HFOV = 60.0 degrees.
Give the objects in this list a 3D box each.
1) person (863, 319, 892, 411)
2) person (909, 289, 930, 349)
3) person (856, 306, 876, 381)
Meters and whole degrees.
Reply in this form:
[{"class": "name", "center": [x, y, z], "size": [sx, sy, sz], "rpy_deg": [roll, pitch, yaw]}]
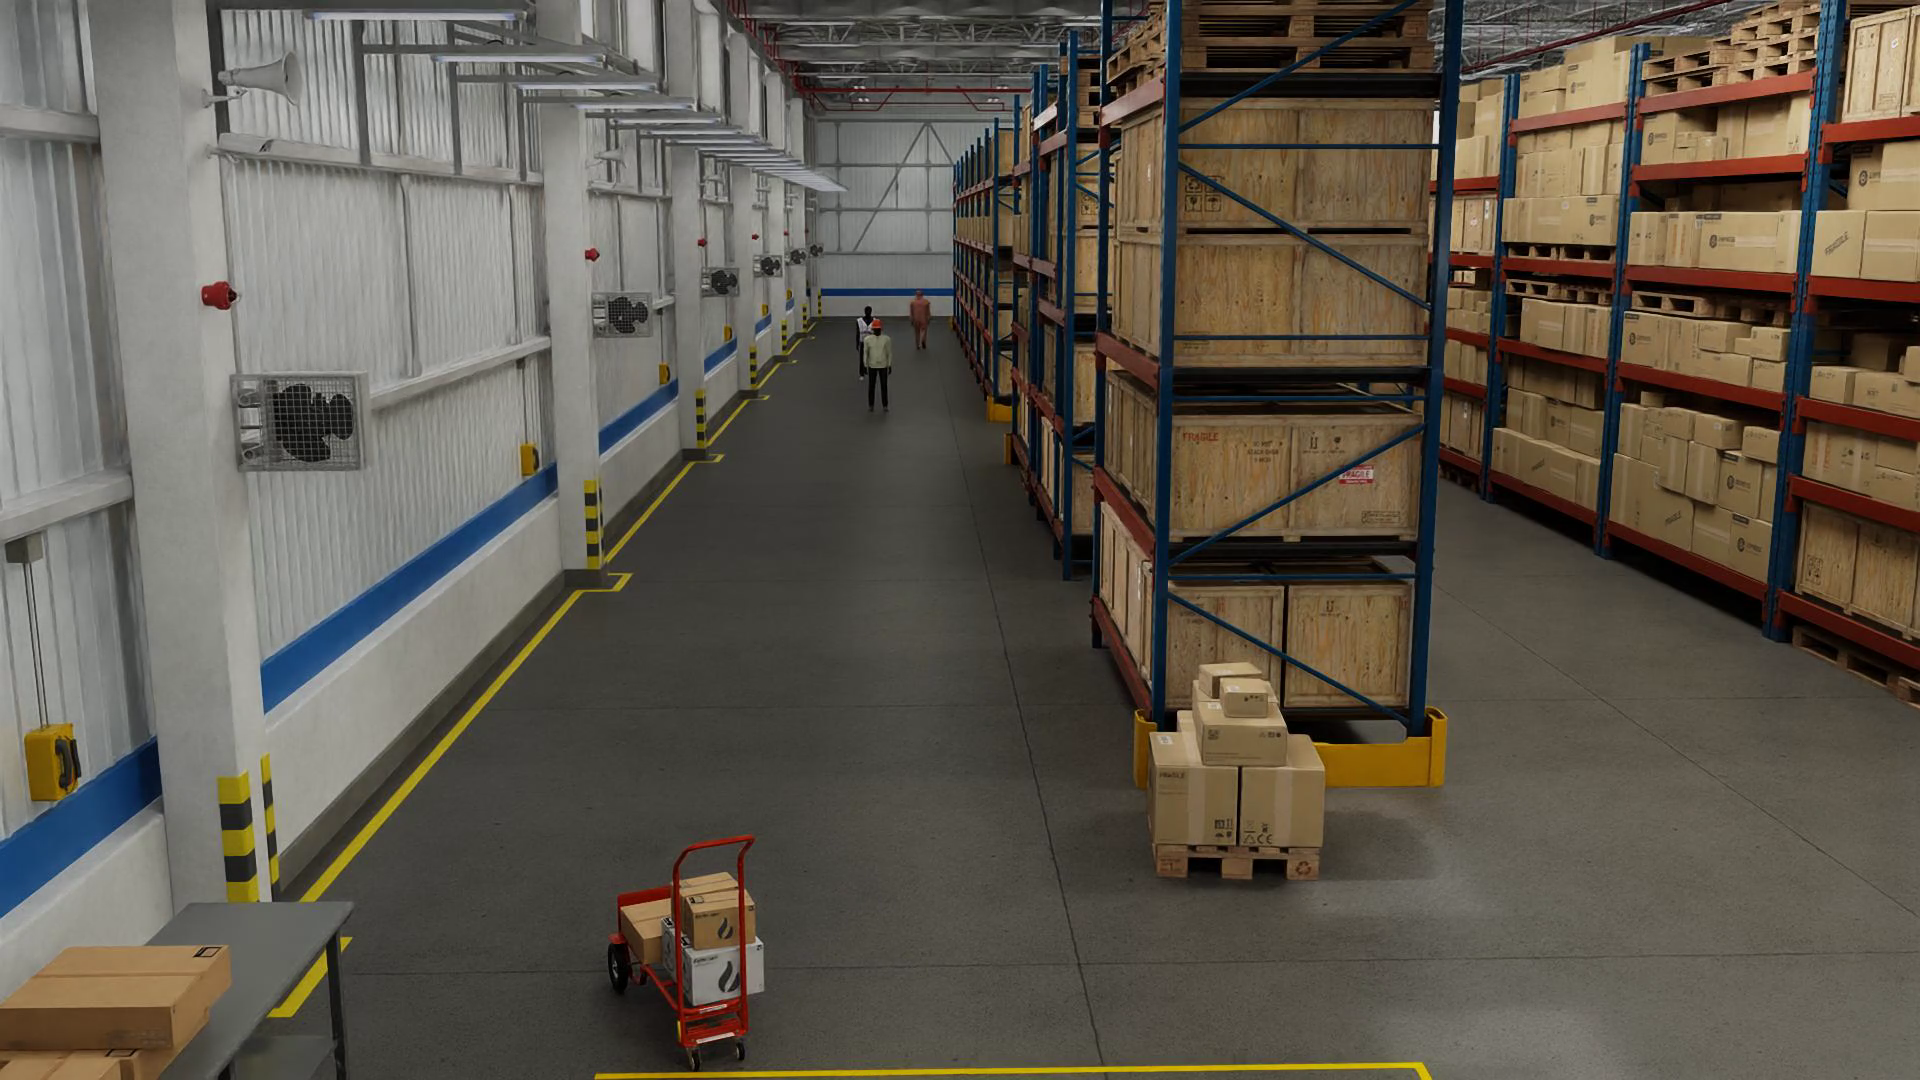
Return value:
[{"class": "person", "center": [-1.755, -3.738, 35.641], "size": [0.622, 1.985, 0.407], "rpy_deg": [-1, 11, -5]}, {"class": "person", "center": [-1.282, -7.043, 53.038], "size": [0.655, 1.894, 0.431], "rpy_deg": [0, 11, 0]}, {"class": "person", "center": [-2.363, -5.031, 42.575], "size": [0.597, 1.907, 0.414], "rpy_deg": [-1, 11, -8]}]
